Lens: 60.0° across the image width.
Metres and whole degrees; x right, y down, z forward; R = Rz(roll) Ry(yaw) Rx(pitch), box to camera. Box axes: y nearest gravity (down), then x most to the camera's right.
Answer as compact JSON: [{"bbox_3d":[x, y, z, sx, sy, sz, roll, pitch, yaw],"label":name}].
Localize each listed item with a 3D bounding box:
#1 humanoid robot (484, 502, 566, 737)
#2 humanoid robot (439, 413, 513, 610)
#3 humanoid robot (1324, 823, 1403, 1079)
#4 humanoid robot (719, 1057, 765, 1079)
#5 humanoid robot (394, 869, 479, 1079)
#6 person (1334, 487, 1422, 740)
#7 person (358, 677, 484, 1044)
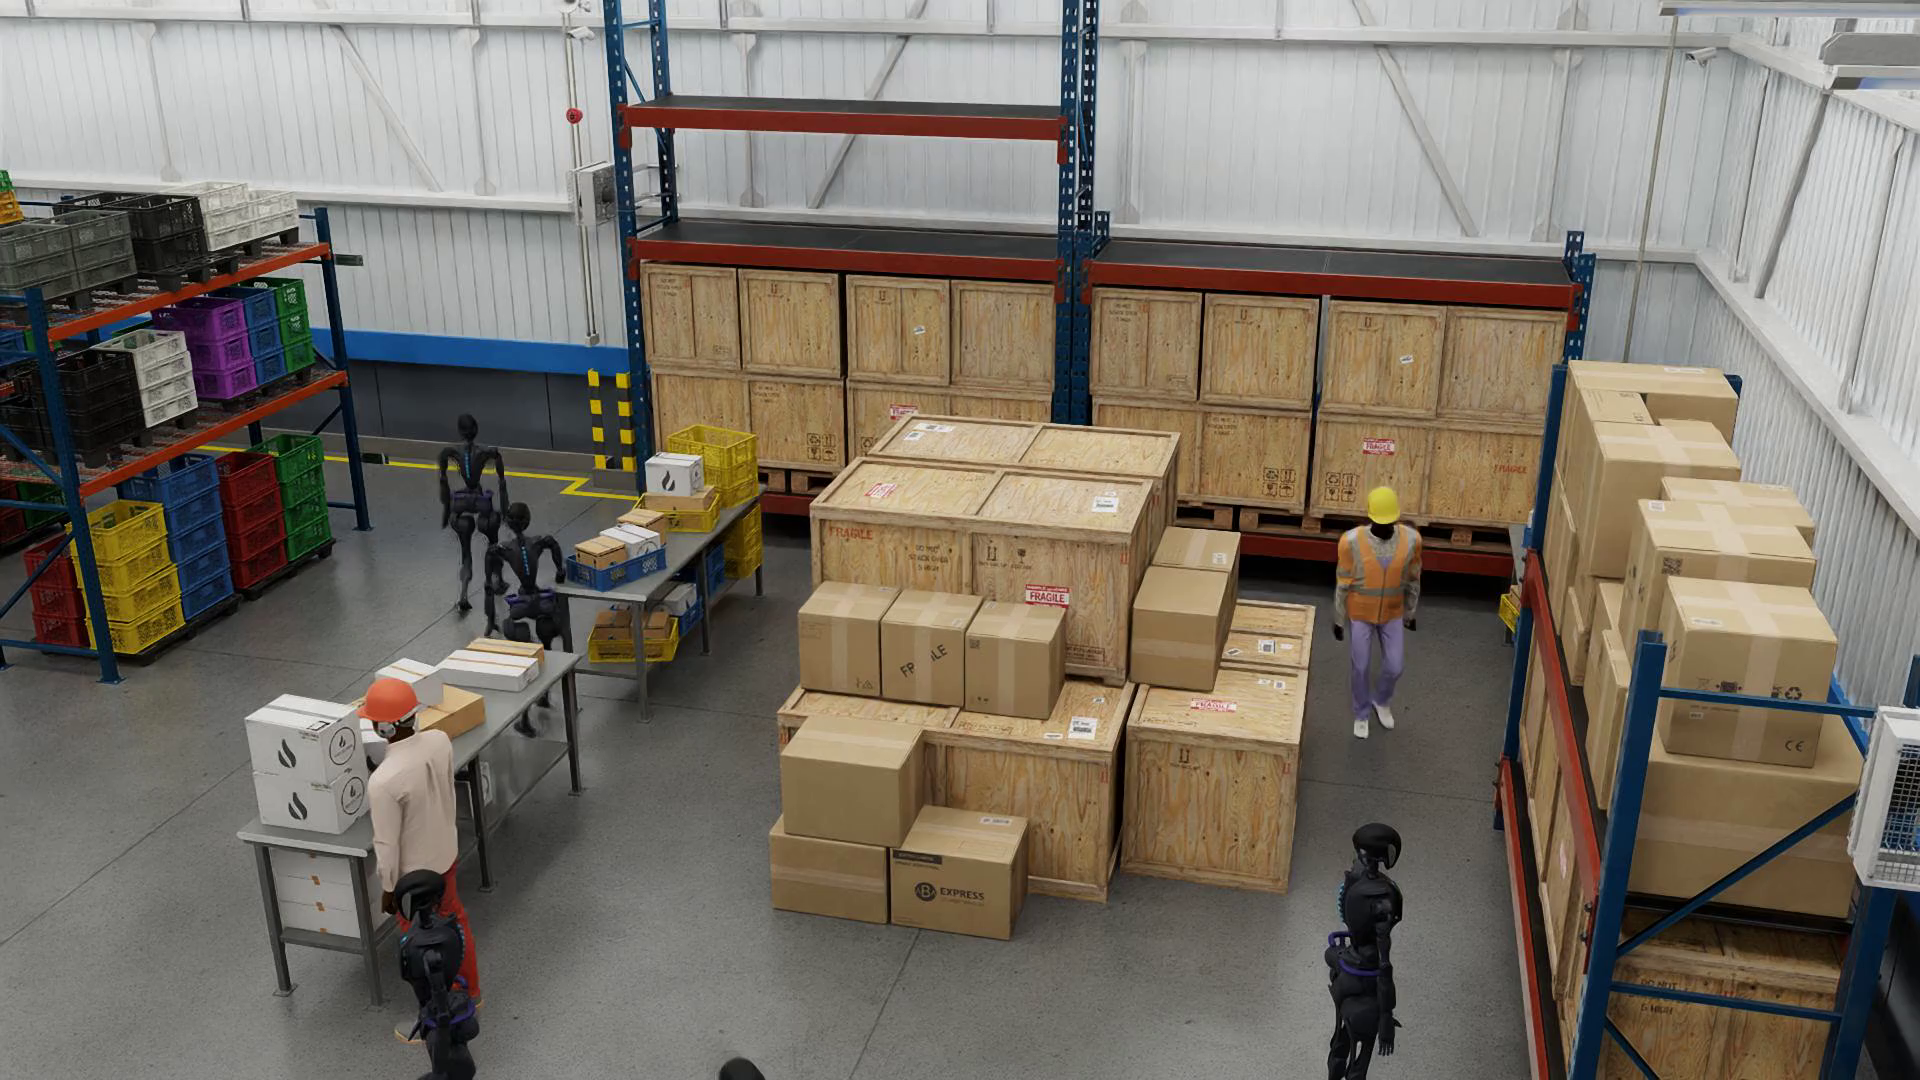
[{"bbox_3d":[-3.040,0.535,11.703,0.657,1.627,0.559,-9,23,-22],"label":"humanoid robot"},{"bbox_3d":[-4.021,-0.238,13.758,0.601,1.645,0.670,-1,21,-3],"label":"humanoid robot"},{"bbox_3d":[1.876,2.047,7.698,0.327,1.657,0.589,-2,21,-4],"label":"humanoid robot"},{"bbox_3d":[-0.797,2.637,6.183,0.598,1.660,0.385,-12,24,-28],"label":"humanoid robot"},{"bbox_3d":[-2.298,2.186,7.336,0.320,1.657,0.600,-10,23,-24],"label":"humanoid robot"},{"bbox_3d":[2.863,0.513,11.430,0.602,1.893,0.487,0,21,0],"label":"person"},{"bbox_3d":[-2.757,1.607,8.440,0.400,1.987,0.607,6,22,16],"label":"person"}]
